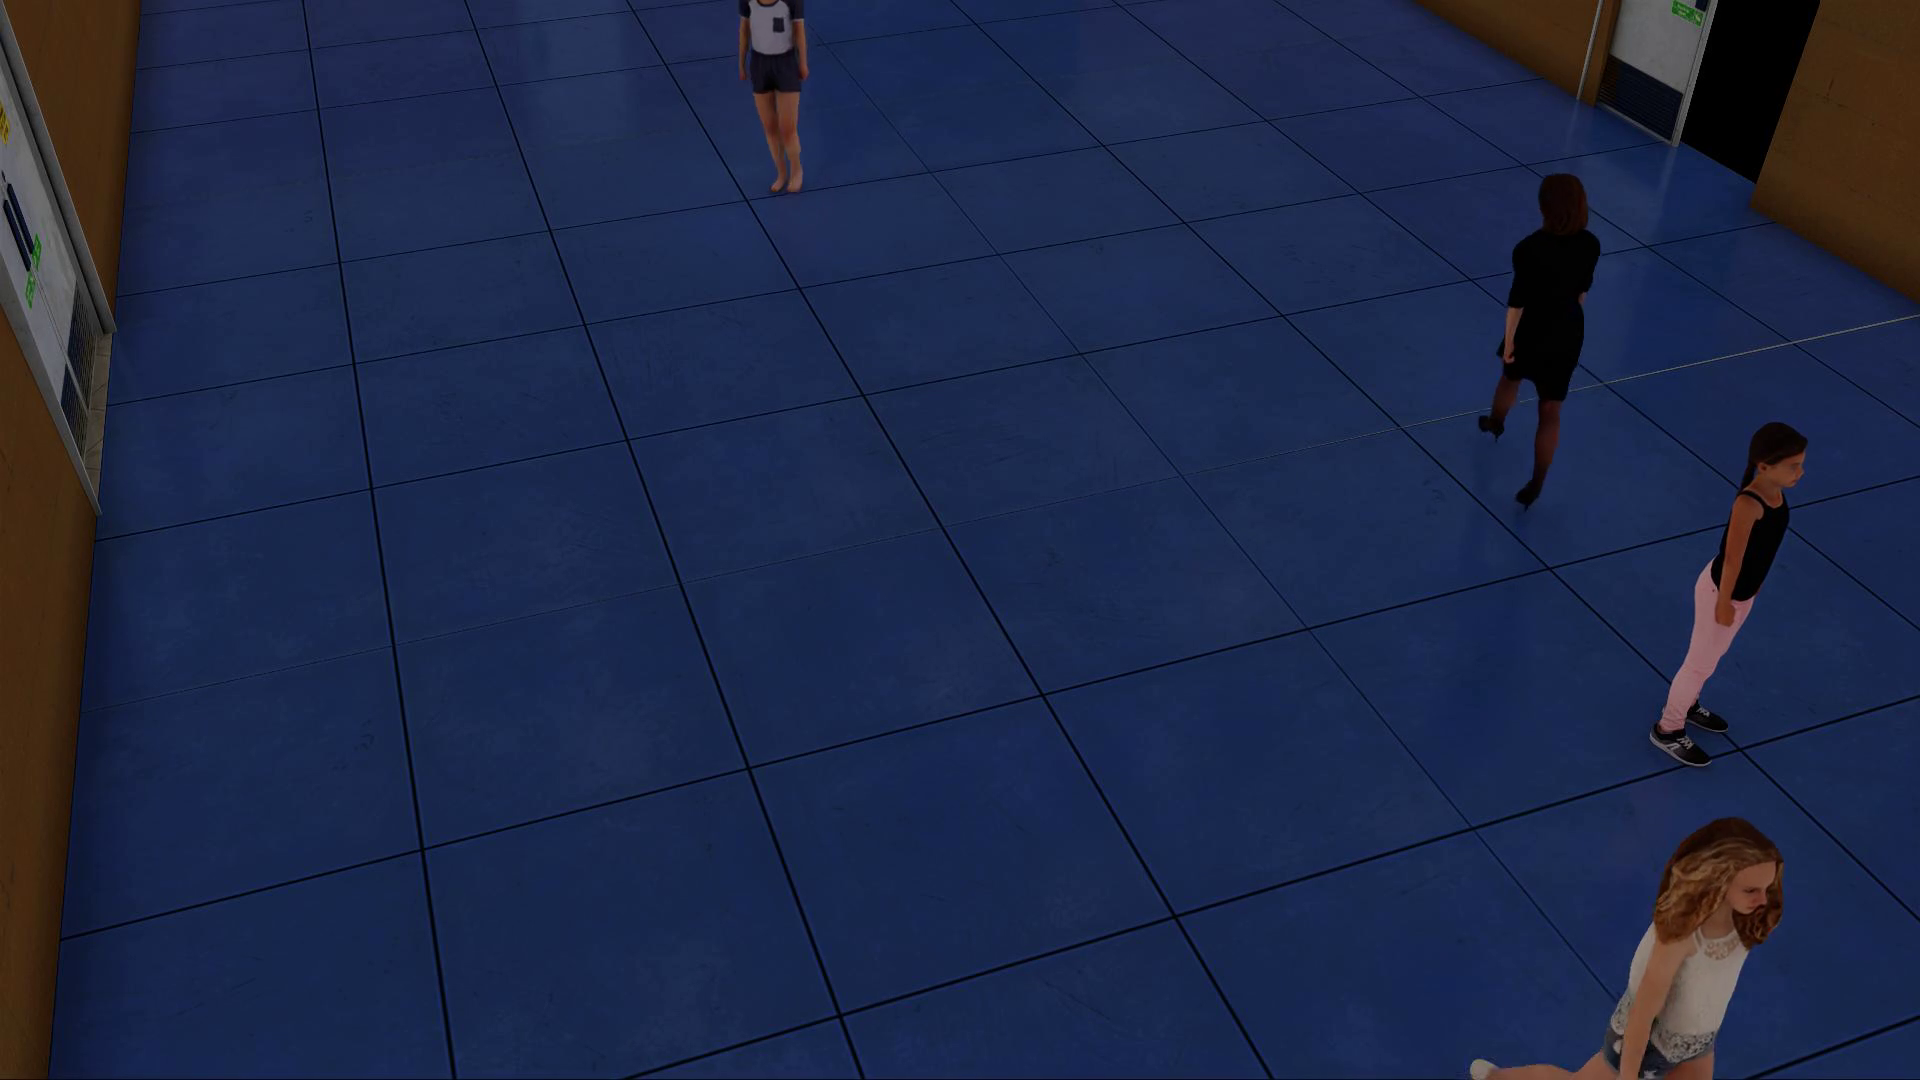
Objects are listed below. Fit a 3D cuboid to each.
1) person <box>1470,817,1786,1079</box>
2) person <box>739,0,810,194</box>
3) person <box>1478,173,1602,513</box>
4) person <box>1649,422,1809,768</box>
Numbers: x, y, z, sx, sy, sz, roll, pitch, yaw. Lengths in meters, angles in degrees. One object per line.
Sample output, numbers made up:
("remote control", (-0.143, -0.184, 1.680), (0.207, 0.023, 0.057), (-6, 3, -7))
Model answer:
("person", (1.974, 1.419, 4.938), (1.129, 1.724, 0.847), (-21, 42, -26))
("person", (-1.196, -3.134, 11.072), (0.699, 1.642, 0.773), (12, 39, 16))
("person", (2.858, -0.905, 8.081), (1.080, 1.651, 0.903), (-1, 37, -1))
("person", (3.098, 0.201, 6.692), (0.674, 1.565, 0.586), (26, 44, 30))
